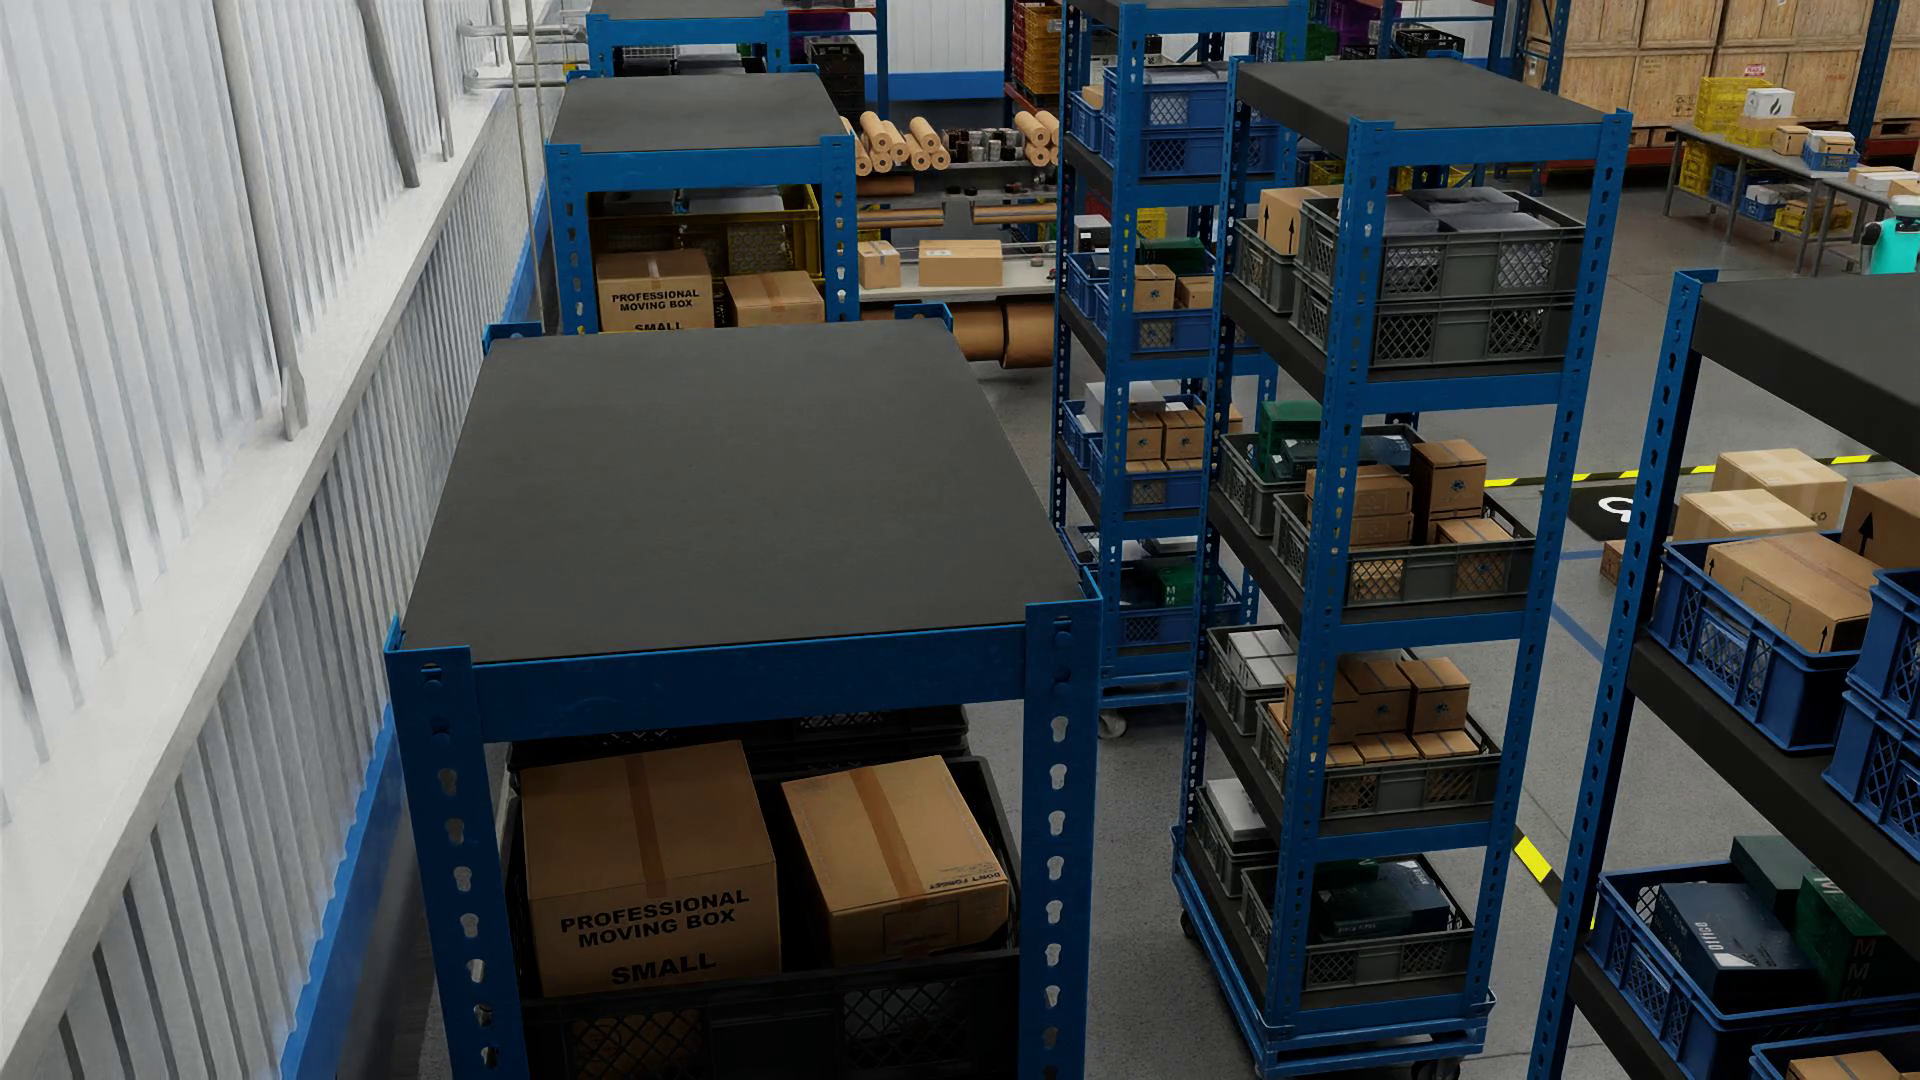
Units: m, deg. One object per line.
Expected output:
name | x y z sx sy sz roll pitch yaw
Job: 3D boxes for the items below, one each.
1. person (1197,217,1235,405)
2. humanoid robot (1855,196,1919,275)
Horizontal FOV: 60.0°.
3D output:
person | 1.677 -1.241 11.102 0.392 1.850 0.598 -4 25 -10
humanoid robot | 6.624 -1.538 11.727 0.533 1.675 0.735 1 25 2
